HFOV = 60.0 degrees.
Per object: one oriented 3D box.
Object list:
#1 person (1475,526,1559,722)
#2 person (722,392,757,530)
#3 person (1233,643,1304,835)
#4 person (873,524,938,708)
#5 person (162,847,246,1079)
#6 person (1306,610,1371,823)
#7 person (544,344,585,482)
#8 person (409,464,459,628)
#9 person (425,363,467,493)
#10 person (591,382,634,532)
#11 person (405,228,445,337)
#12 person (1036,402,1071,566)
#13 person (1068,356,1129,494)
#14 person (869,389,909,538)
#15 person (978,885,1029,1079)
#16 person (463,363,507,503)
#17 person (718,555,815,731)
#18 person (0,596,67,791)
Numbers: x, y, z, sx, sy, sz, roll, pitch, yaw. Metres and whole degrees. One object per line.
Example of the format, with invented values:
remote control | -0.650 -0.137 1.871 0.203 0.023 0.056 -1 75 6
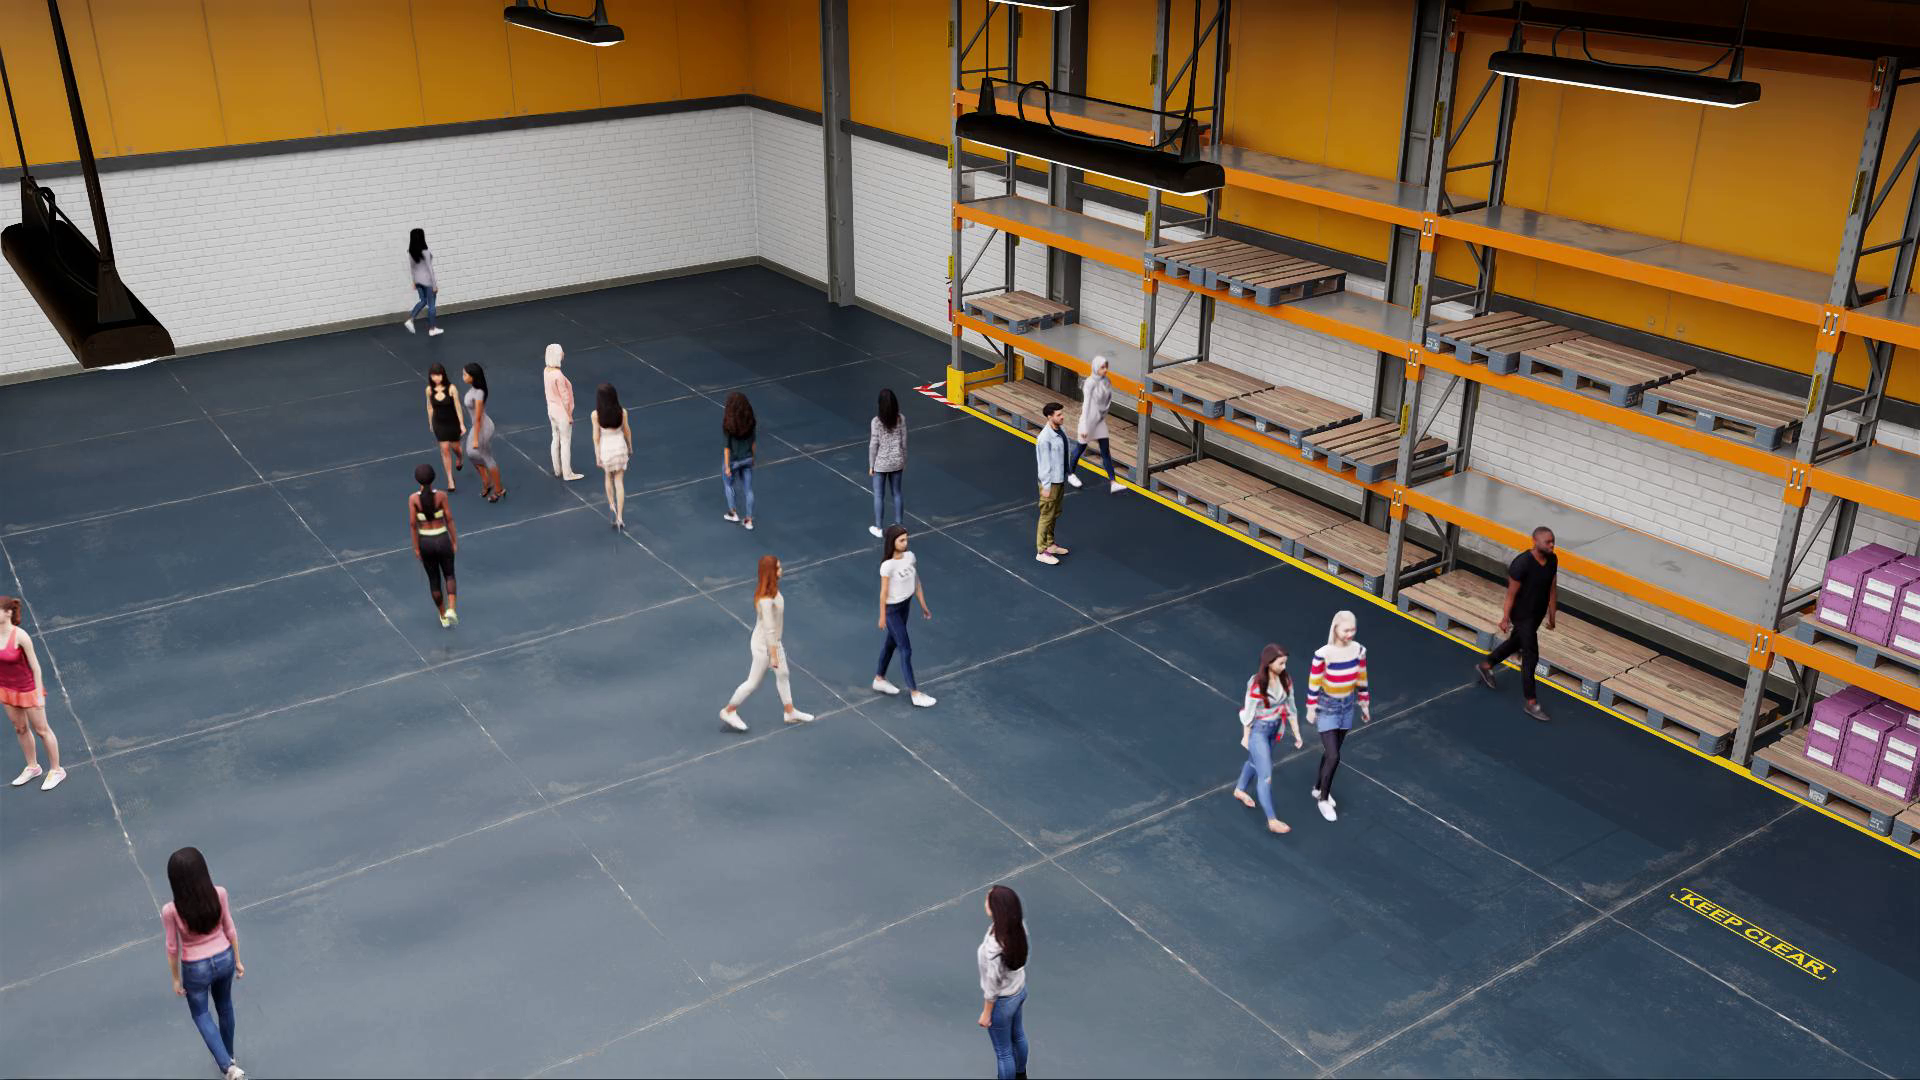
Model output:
person | 5.125 0.682 15.250 0.756 1.778 1.220 -12 26 -26
person | -2.491 -0.883 19.053 0.595 1.599 0.700 -15 28 -30
person | 2.427 1.537 13.553 0.583 1.571 0.988 -15 28 -31
person | -0.663 0.662 15.334 1.068 1.746 0.864 12 26 26
person | -4.757 2.755 10.567 0.630 1.731 0.922 -19 30 -36
person | 3.037 1.362 13.668 0.714 1.798 0.759 -10 26 -22
person | -4.937 -1.586 20.503 0.680 1.725 0.489 -19 30 -37
person | -5.240 0.112 16.602 0.699 1.739 0.859 -7 25 -16
person | -6.228 -1.406 20.222 0.816 1.621 0.955 0 24 0
person | -3.959 -0.923 19.011 0.800 1.706 0.988 -4 24 -10
person | -8.461 -3.999 26.031 0.887 1.720 0.845 15 28 31
person | 1.004 -0.649 18.252 0.750 1.812 0.758 11 26 23
person | 1.551 -1.396 20.086 0.670 1.712 1.145 -18 29 -35
person | -0.815 -0.876 18.872 0.643 1.731 0.575 -12 26 -26
person | 0.290 2.868 10.432 0.678 1.631 0.681 11 26 24
person | -5.556 -1.259 19.704 0.757 1.766 0.666 -6 24 -14
person | -1.815 0.937 14.783 1.031 1.685 1.105 0 24 -1
person | -7.870 1.261 13.956 0.652 1.753 0.726 7 24 15
